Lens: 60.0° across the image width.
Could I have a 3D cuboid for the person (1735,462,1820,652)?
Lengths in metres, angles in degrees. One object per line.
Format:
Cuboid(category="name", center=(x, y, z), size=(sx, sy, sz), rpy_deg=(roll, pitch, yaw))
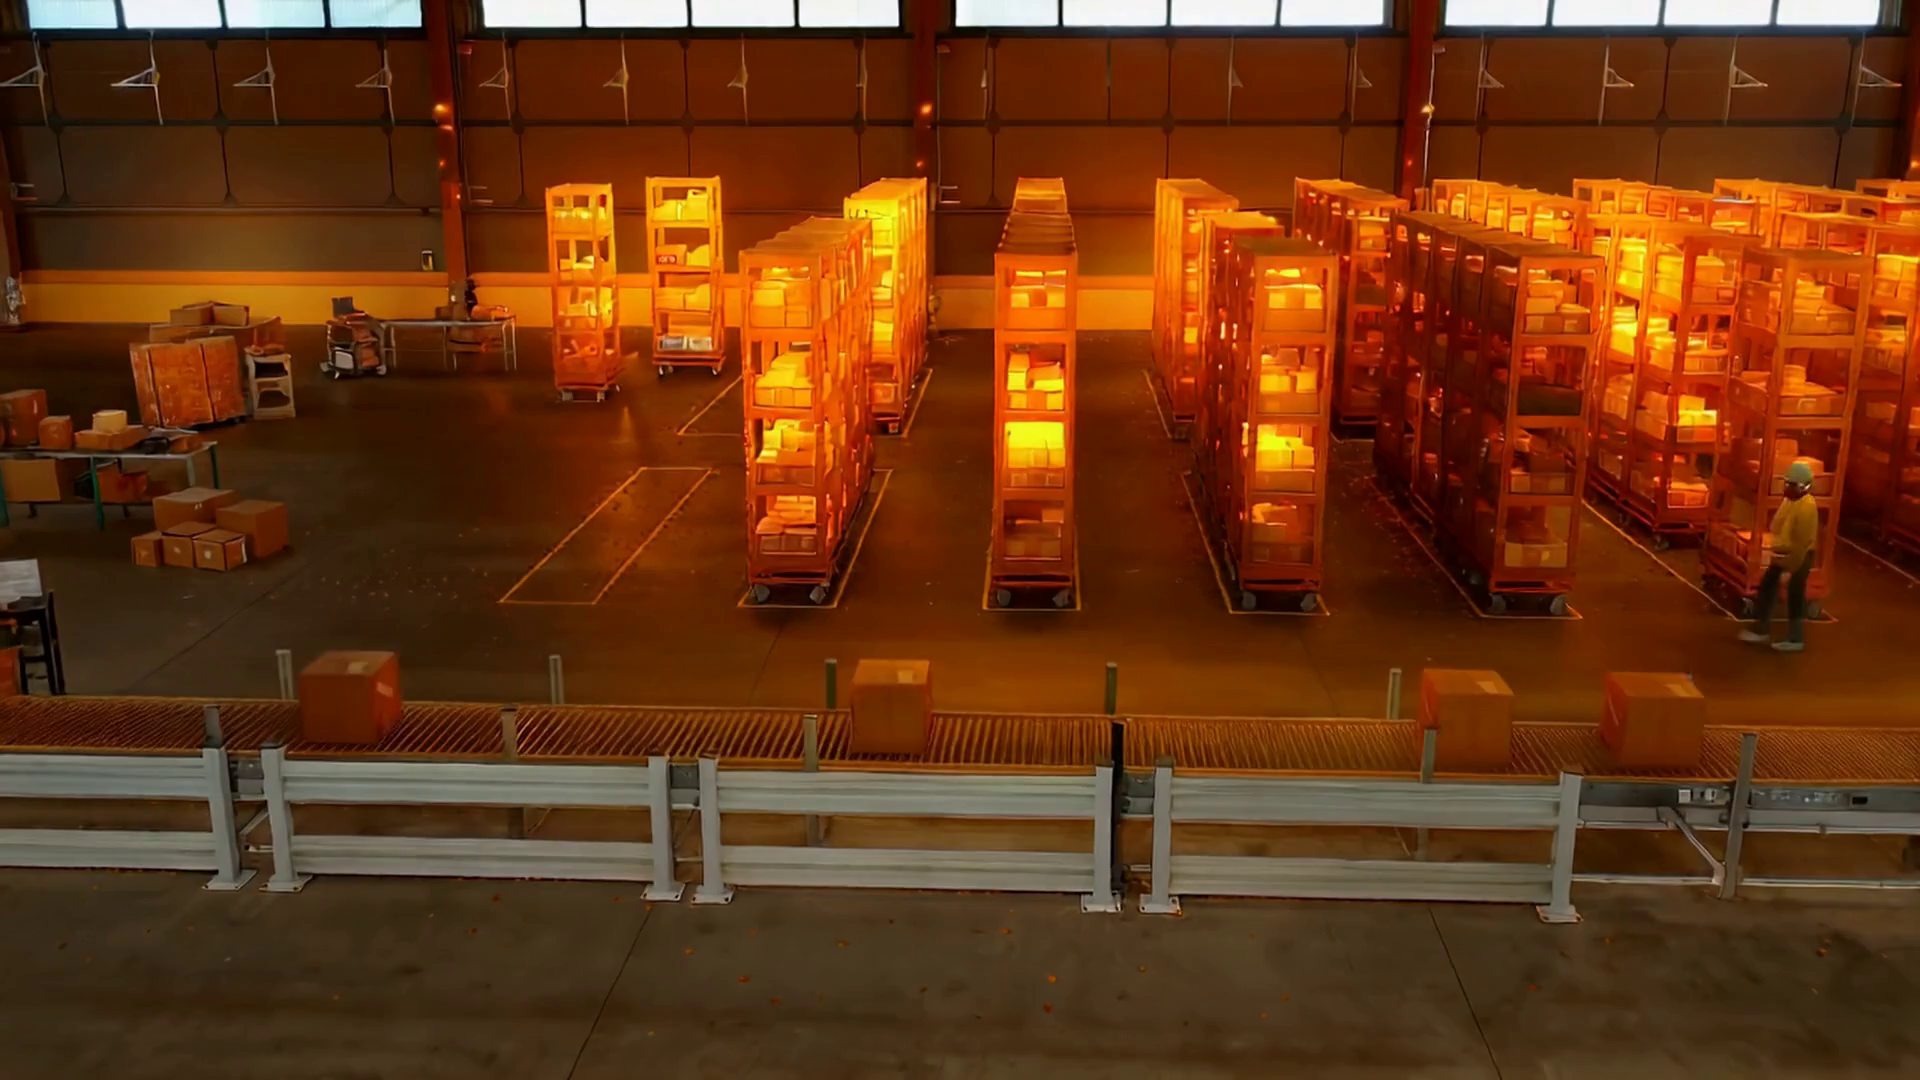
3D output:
Cuboid(category="person", center=(7.621, 0.164, 15.489), size=(0.704, 1.807, 0.627), rpy_deg=(3, 15, 10))
